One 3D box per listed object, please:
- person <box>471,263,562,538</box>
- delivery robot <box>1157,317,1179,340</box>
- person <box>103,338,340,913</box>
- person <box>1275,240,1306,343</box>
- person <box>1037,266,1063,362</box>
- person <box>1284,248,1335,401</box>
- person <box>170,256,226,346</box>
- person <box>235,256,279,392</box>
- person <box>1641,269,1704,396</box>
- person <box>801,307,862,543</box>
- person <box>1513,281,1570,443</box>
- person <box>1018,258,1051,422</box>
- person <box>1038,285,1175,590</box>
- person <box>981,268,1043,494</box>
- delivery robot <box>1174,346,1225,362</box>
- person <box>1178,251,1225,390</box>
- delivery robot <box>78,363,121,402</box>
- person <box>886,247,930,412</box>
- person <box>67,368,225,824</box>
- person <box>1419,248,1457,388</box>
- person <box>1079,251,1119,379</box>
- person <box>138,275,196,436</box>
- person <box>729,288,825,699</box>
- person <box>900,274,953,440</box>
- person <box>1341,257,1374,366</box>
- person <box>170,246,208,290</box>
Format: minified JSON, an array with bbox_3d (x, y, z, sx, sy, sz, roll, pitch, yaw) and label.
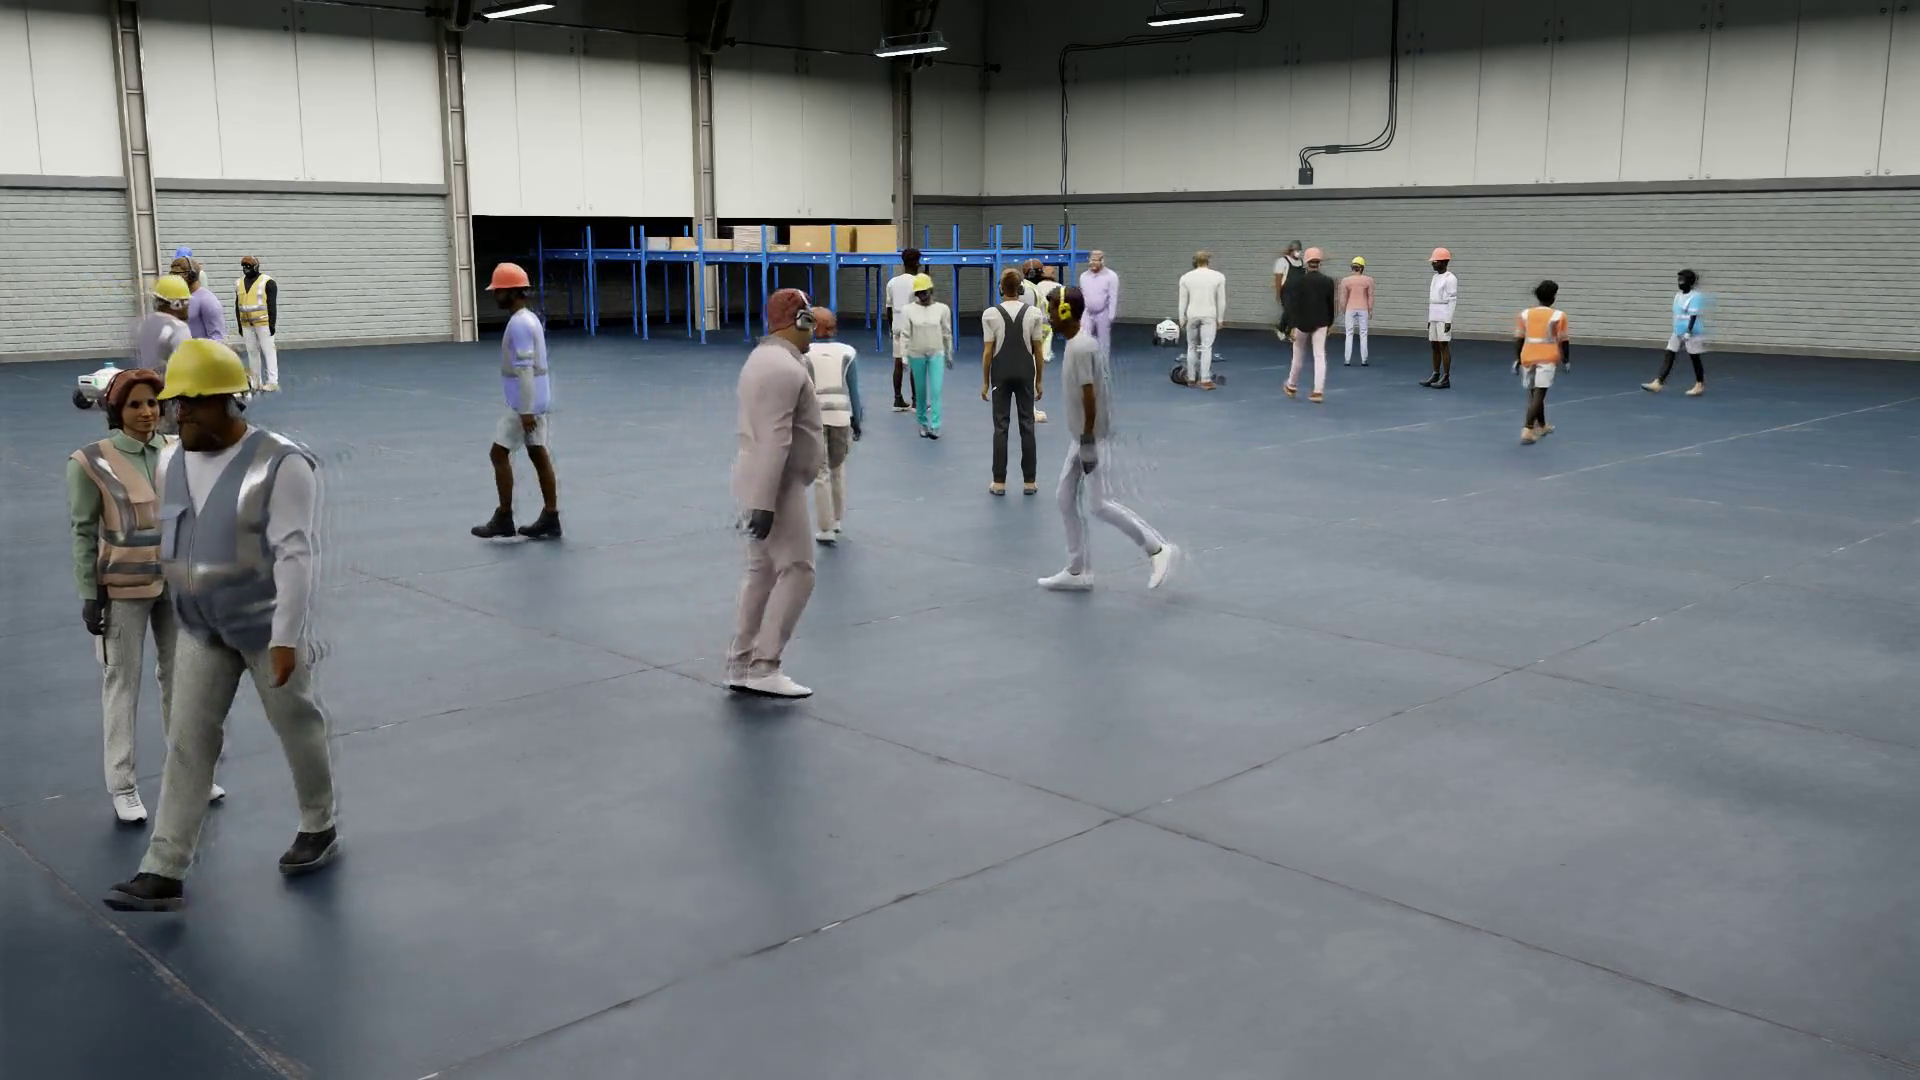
[{"bbox_3d":[-3.156,-0.956,11.575,0.750,1.912,0.579,-1,10,-6],"label":"person"},{"bbox_3d":[4.000,-4.044,31.997,0.477,0.478,0.707,-1,10,-2],"label":"delivery robot"},{"bbox_3d":[-2.320,0.268,5.239,0.610,1.781,0.916,3,11,15],"label":"person"},{"bbox_3d":[6.591,-4.908,32.906,0.710,2.000,0.538,-5,12,-26],"label":"person"},{"bbox_3d":[1.499,-3.812,28.044,0.520,1.591,0.863,4,11,22],"label":"person"},{"bbox_3d":[4.519,-2.781,21.463,0.655,1.934,1.030,-2,11,-8],"label":"person"},{"bbox_3d":[-6.480,-1.434,14.123,0.638,1.938,0.356,7,12,33],"label":"person"},{"bbox_3d":[-9.594,-2.946,22.677,0.619,1.836,0.431,2,11,13],"label":"person"},{"bbox_3d":[9.480,-2.722,21.901,0.859,1.647,0.548,-2,11,-11],"label":"person"},{"bbox_3d":[-0.976,-0.807,11.583,0.534,1.611,0.665,-5,11,-24],"label":"person"},{"bbox_3d":[6.001,-1.842,17.137,0.890,1.644,0.549,-9,14,-41],"label":"person"},{"bbox_3d":[0.836,-2.302,19.118,0.429,1.846,0.626,0,10,2],"label":"person"},{"bbox_3d":[0.874,-0.596,9.878,0.735,1.827,0.560,0,10,-2],"label":"person"},{"bbox_3d":[0.429,-1.299,13.662,0.504,1.839,0.344,-1,10,-4],"label":"person"},{"bbox_3d":[3.419,-2.655,23.714,0.698,0.223,0.335,-2,11,-11],"label":"delivery robot"},{"bbox_3d":[3.353,-3.050,23.103,0.646,1.900,0.711,2,11,11],"label":"person"},{"bbox_3d":[-10.502,-1.946,20.556,0.477,0.478,0.707,4,11,23],"label":"delivery robot"},{"bbox_3d":[-0.611,-2.534,20.046,0.609,1.964,0.367,8,13,37],"label":"person"},{"bbox_3d":[-2.962,0.191,6.082,0.310,1.638,0.522,7,13,35],"label":"person"},{"bbox_3d":[6.672,-3.095,23.187,0.366,1.935,0.552,-2,11,-13],"label":"person"},{"bbox_3d":[1.972,-3.269,24.306,0.647,1.880,0.740,5,12,26],"label":"person"},{"bbox_3d":[-6.007,-1.095,12.618,0.607,1.814,0.598,7,13,34],"label":"person"},{"bbox_3d":[-0.860,-0.214,7.659,0.504,1.870,0.667,-4,11,-20],"label":"person"},{"bbox_3d":[-0.338,-1.890,17.222,0.551,1.713,0.926,0,10,0],"label":"person"},{"bbox_3d":[6.461,-3.719,27.077,0.523,1.761,0.328,2,11,13],"label":"person"},{"bbox_3d":[-11.519,-3.409,24.867,0.601,1.949,0.385,1,10,5],"label":"person"}]
